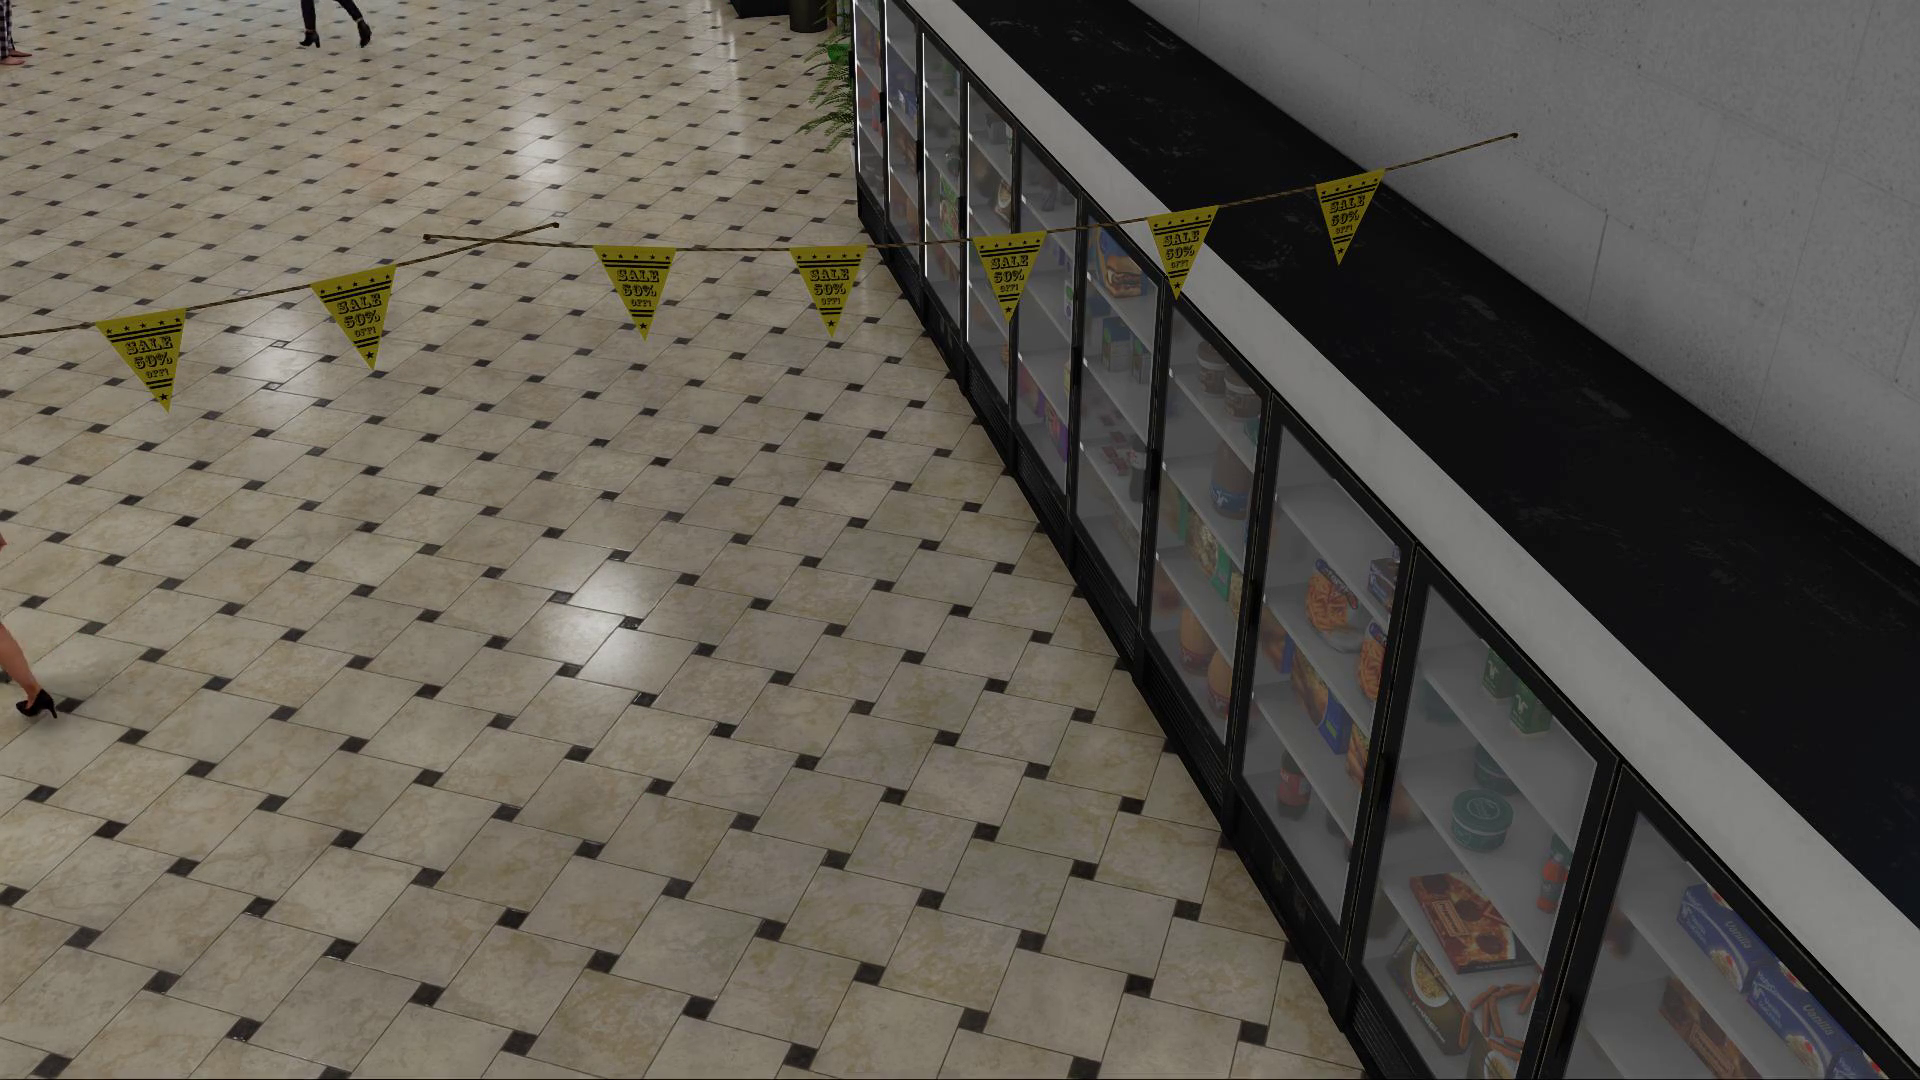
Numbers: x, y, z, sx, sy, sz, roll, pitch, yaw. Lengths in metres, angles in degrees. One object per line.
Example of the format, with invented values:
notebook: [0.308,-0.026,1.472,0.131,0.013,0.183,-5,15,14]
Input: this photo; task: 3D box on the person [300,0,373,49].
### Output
person: [-6.106,-5.545,15.933,1.178,1.718,1.056,14,34,21]
